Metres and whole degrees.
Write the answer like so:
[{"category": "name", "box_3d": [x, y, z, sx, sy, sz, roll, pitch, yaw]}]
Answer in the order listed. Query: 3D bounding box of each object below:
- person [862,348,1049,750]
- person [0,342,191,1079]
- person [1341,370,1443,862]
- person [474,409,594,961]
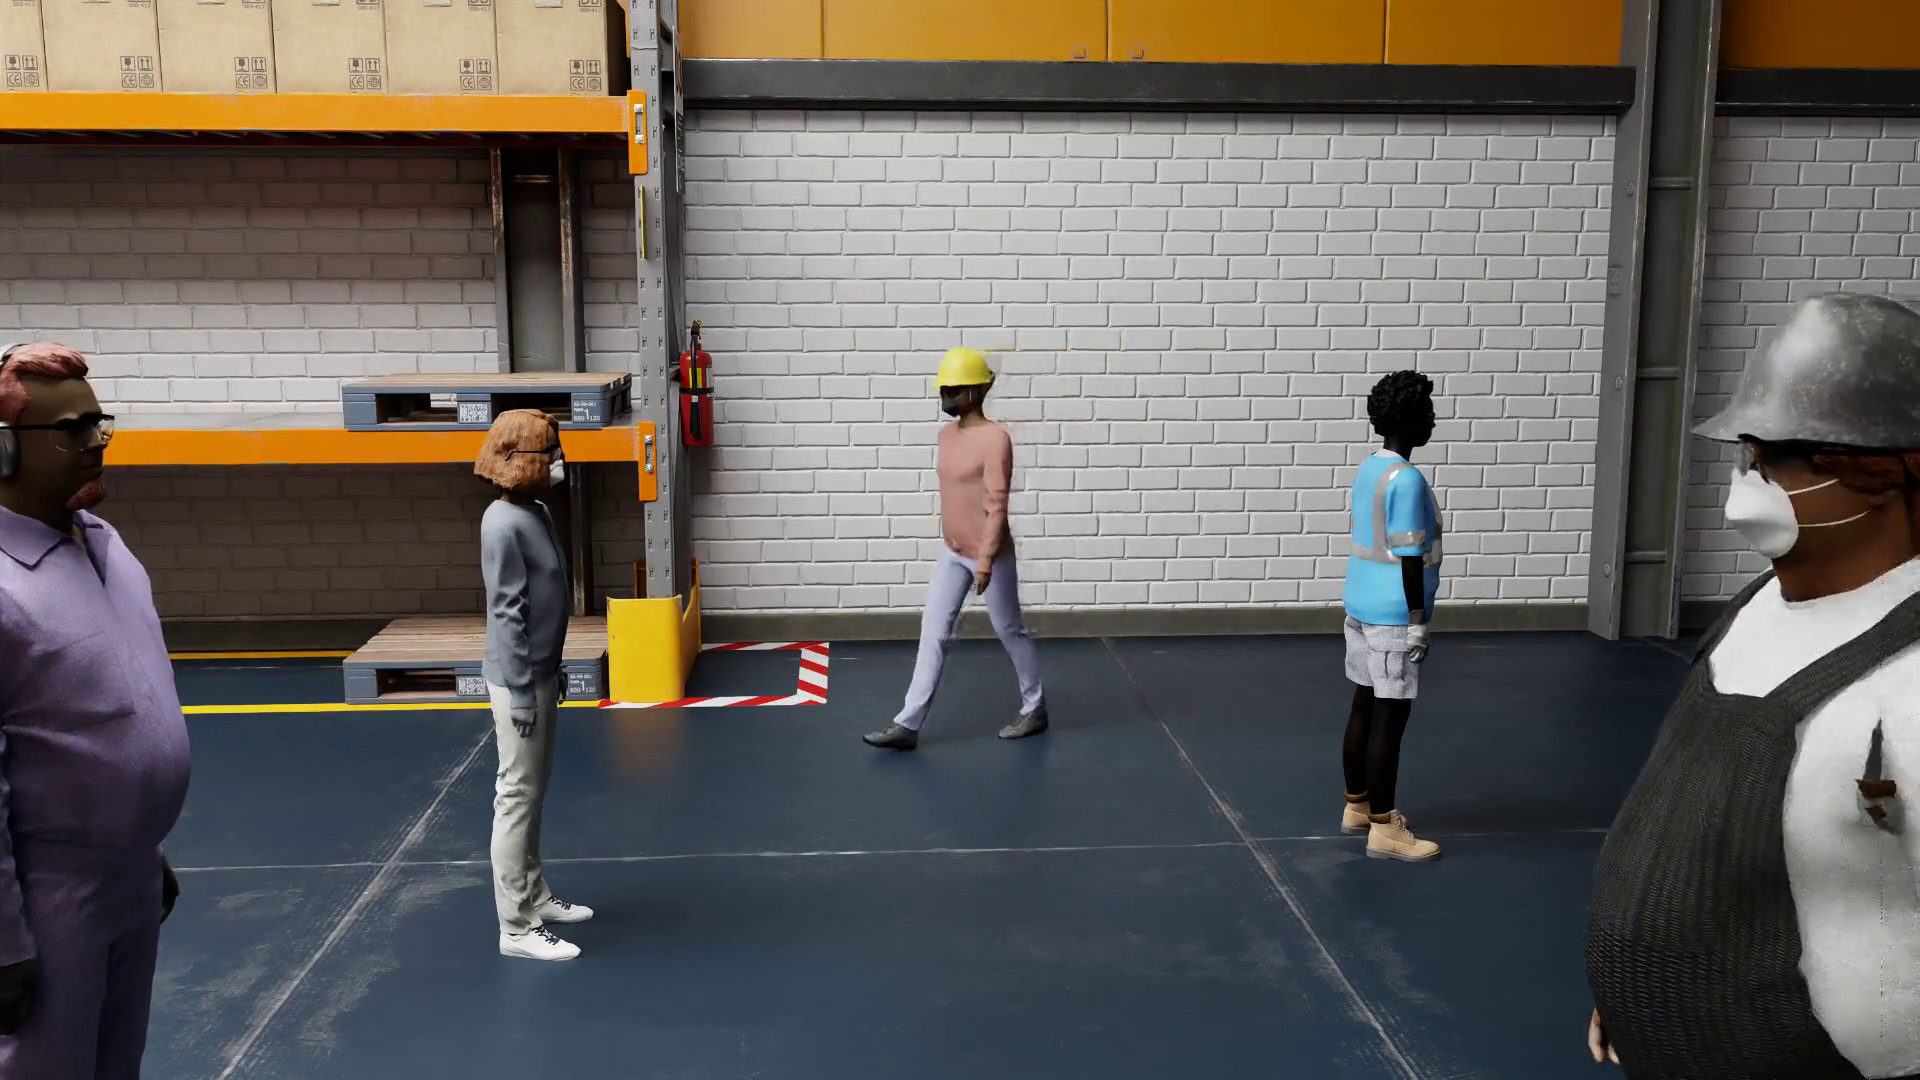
[{"category": "person", "box_3d": [0.035, 0.045, 7.070, 0.902, 1.712, 0.542, -6, 11, -34]}, {"category": "person", "box_3d": [-1.579, 0.607, 2.968, 0.409, 1.909, 0.642, -1, 9, -4]}, {"category": "person", "box_3d": [1.512, 0.258, 5.814, 0.318, 1.697, 0.535, -1, 9, -4]}, {"category": "person", "box_3d": [-1.279, 0.423, 4.978, 0.282, 1.633, 0.500, -1, 9, -4]}]
